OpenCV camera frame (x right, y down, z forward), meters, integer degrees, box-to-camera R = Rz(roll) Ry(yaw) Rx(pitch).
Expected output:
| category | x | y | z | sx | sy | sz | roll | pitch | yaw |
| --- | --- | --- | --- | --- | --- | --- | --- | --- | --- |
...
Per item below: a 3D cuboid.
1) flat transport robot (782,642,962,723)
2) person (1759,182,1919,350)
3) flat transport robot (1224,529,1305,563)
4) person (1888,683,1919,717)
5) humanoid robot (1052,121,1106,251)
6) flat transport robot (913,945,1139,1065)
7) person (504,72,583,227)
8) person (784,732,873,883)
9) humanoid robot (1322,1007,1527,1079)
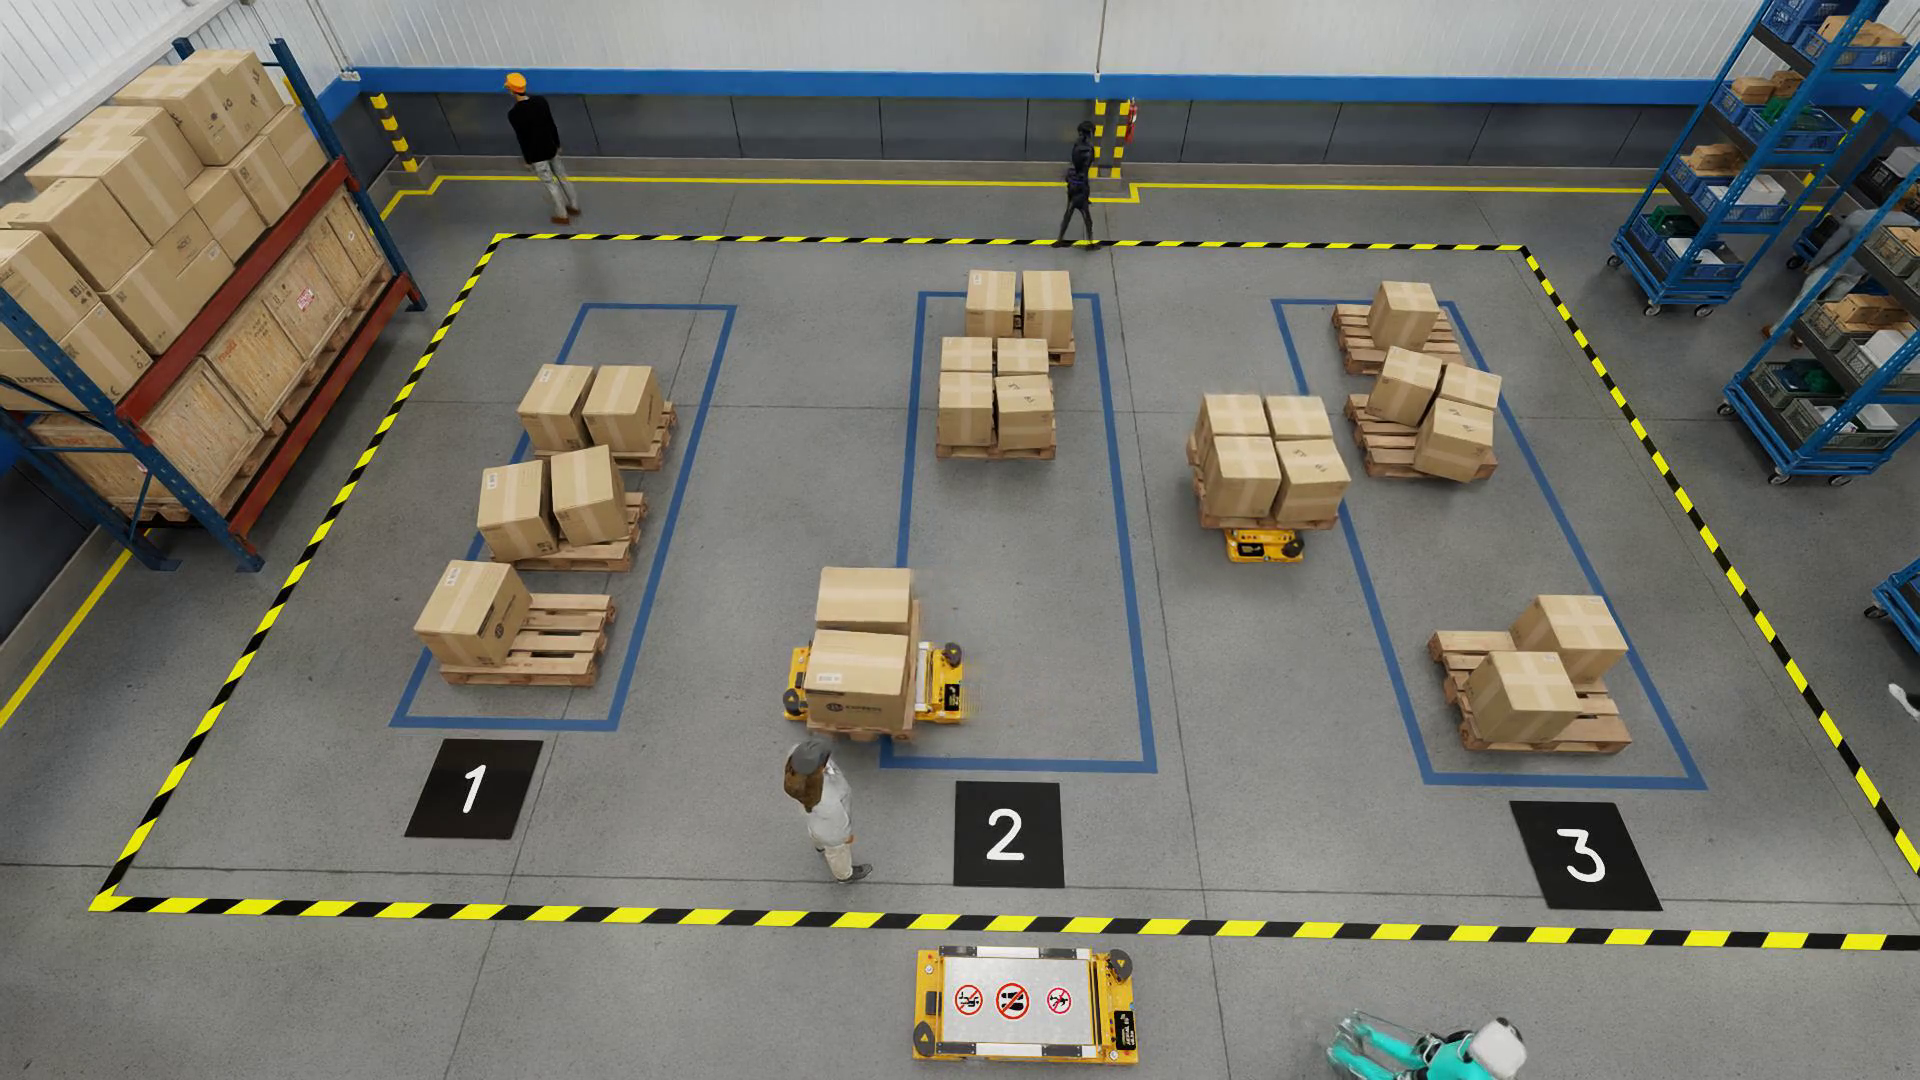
| category | x | y | z | sx | sy | sz | roll | pitch | yaw |
| --- | --- | --- | --- | --- | --- | --- | --- | --- | --- |
| flat transport robot | -0.700 | 1.153 | 7.528 | 1.431 | 0.197 | 0.652 | 1 | 51 | 1 |
| person | 9.394 | -2.892 | 9.770 | 0.626 | 1.934 | 0.373 | 17 | 53 | 13 |
| flat transport robot | 2.821 | -0.402 | 8.795 | 0.652 | 0.197 | 1.431 | 1 | 51 | 1 |
| person | 7.743 | 1.012 | 6.664 | 0.588 | 1.819 | 0.856 | -2 | 51 | -1 |
| humanoid robot | 1.497 | -4.263 | 11.060 | 0.652 | 1.641 | 0.588 | -7 | 51 | -6 |
| flat transport robot | 0.422 | 3.041 | 6.007 | 1.431 | 0.231 | 0.659 | 1 | 51 | 1 |
| person | -5.192 | -4.826 | 11.377 | 0.380 | 1.882 | 0.589 | 22 | 54 | 17 |
| person | -0.896 | 1.793 | 6.055 | 0.397 | 1.769 | 0.568 | -29 | 56 | -21 |
| humanoid robot | 2.442 | 2.846 | 5.132 | 0.533 | 1.677 | 0.735 | -35 | 59 | -25 |
